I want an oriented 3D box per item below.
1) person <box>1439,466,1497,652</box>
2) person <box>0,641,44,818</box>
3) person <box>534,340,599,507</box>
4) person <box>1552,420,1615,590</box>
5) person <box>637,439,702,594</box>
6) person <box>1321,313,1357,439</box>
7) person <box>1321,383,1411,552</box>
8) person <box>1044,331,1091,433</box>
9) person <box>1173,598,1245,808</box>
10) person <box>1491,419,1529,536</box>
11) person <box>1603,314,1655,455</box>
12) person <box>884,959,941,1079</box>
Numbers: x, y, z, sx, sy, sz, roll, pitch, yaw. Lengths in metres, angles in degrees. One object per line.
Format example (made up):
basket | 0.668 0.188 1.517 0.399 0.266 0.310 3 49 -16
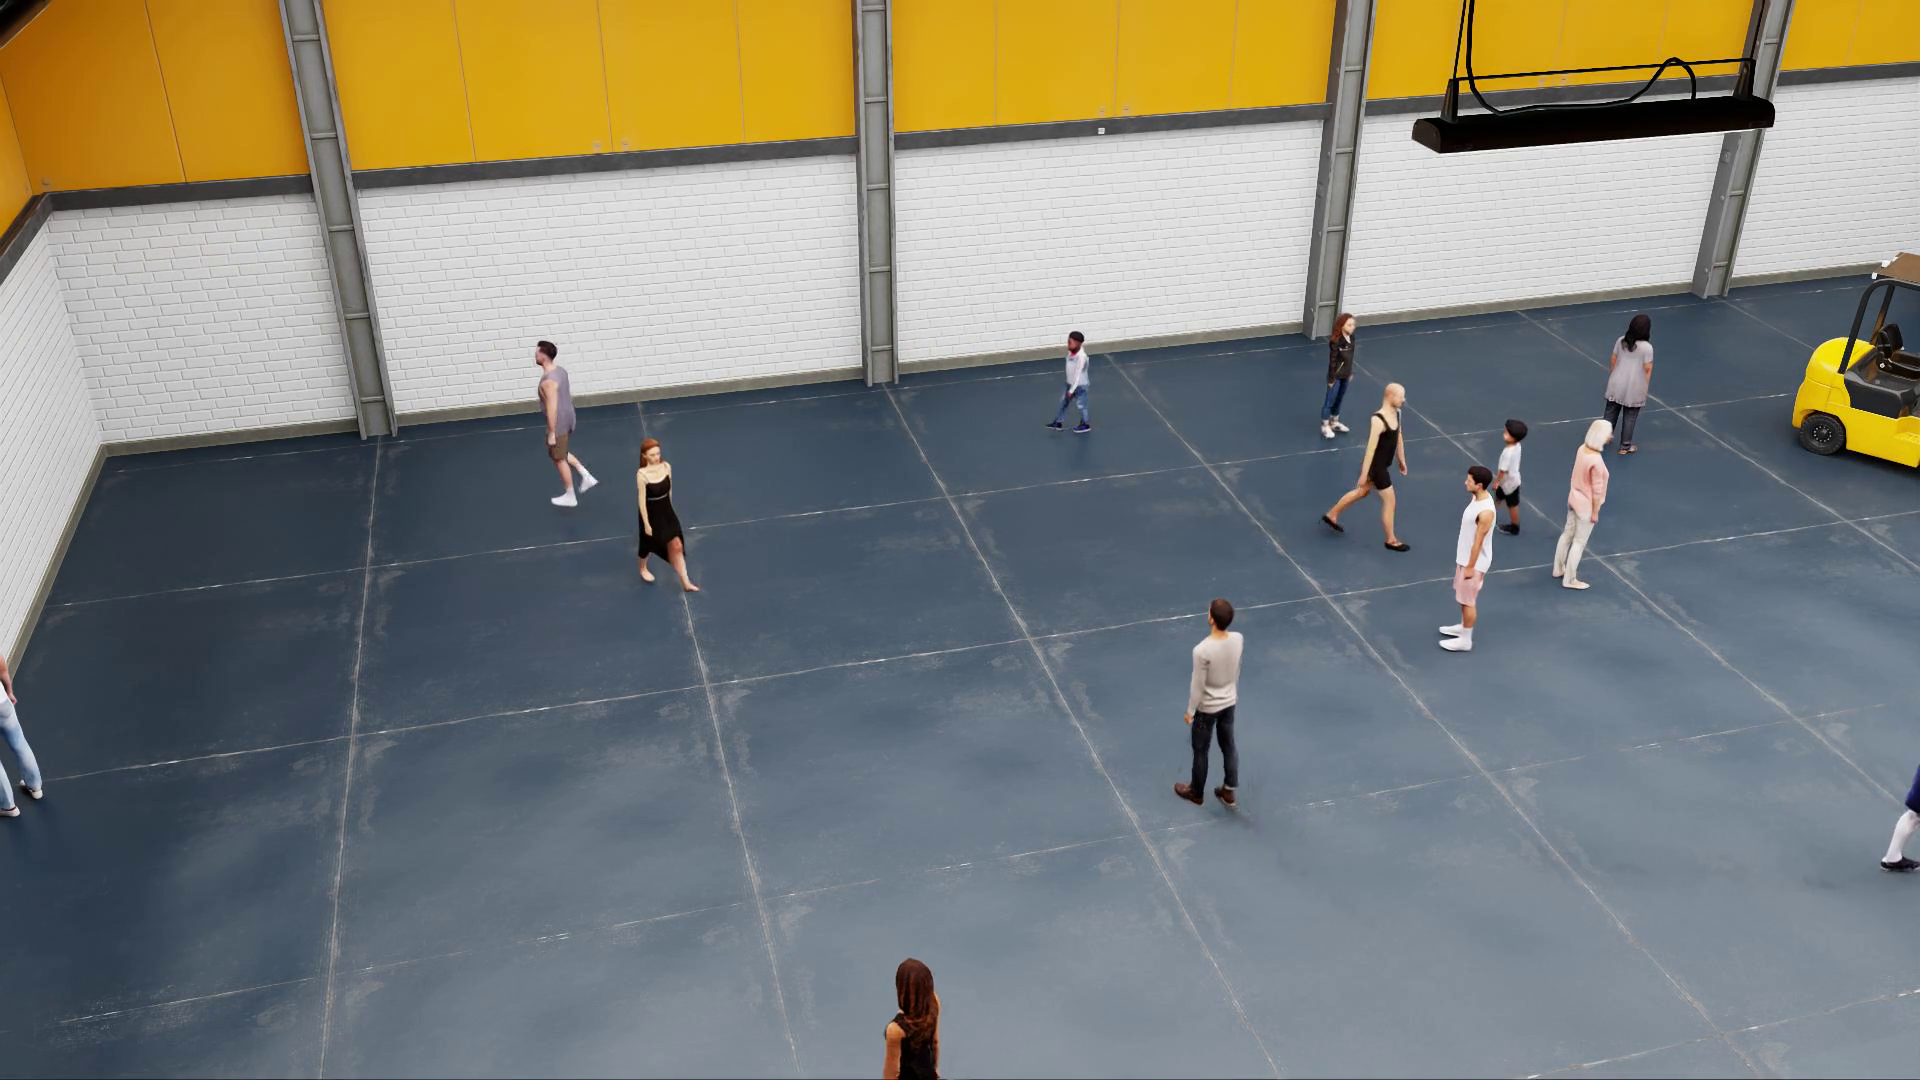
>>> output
person | 4.641 0.162 14.986 0.730 1.777 0.734 5 29 8
person | -7.512 1.295 12.832 0.754 1.851 0.722 12 31 21
person | -4.048 -1.179 17.127 0.829 1.829 0.743 2 29 4
person | 6.001 -0.363 16.005 0.558 1.723 0.628 -4 29 -7
person | -2.963 -0.251 15.955 1.103 1.574 0.963 -24 36 -36
person | 4.343 -1.913 19.098 0.570 1.482 0.691 -24 37 -37
person | 4.106 -0.756 16.670 1.229 1.776 1.172 15 32 25
person | 1.410 -1.819 19.180 0.774 1.239 0.564 -12 31 -21
person | 1.990 1.268 12.852 0.732 1.879 0.820 -17 33 -28
person | 5.679 -0.625 16.990 0.838 1.240 0.790 17 33 28
person | 7.508 -1.766 18.694 0.787 1.611 0.746 -23 36 -35
person | -0.208 3.171 9.439 1.065 1.806 1.073 20 34 32
